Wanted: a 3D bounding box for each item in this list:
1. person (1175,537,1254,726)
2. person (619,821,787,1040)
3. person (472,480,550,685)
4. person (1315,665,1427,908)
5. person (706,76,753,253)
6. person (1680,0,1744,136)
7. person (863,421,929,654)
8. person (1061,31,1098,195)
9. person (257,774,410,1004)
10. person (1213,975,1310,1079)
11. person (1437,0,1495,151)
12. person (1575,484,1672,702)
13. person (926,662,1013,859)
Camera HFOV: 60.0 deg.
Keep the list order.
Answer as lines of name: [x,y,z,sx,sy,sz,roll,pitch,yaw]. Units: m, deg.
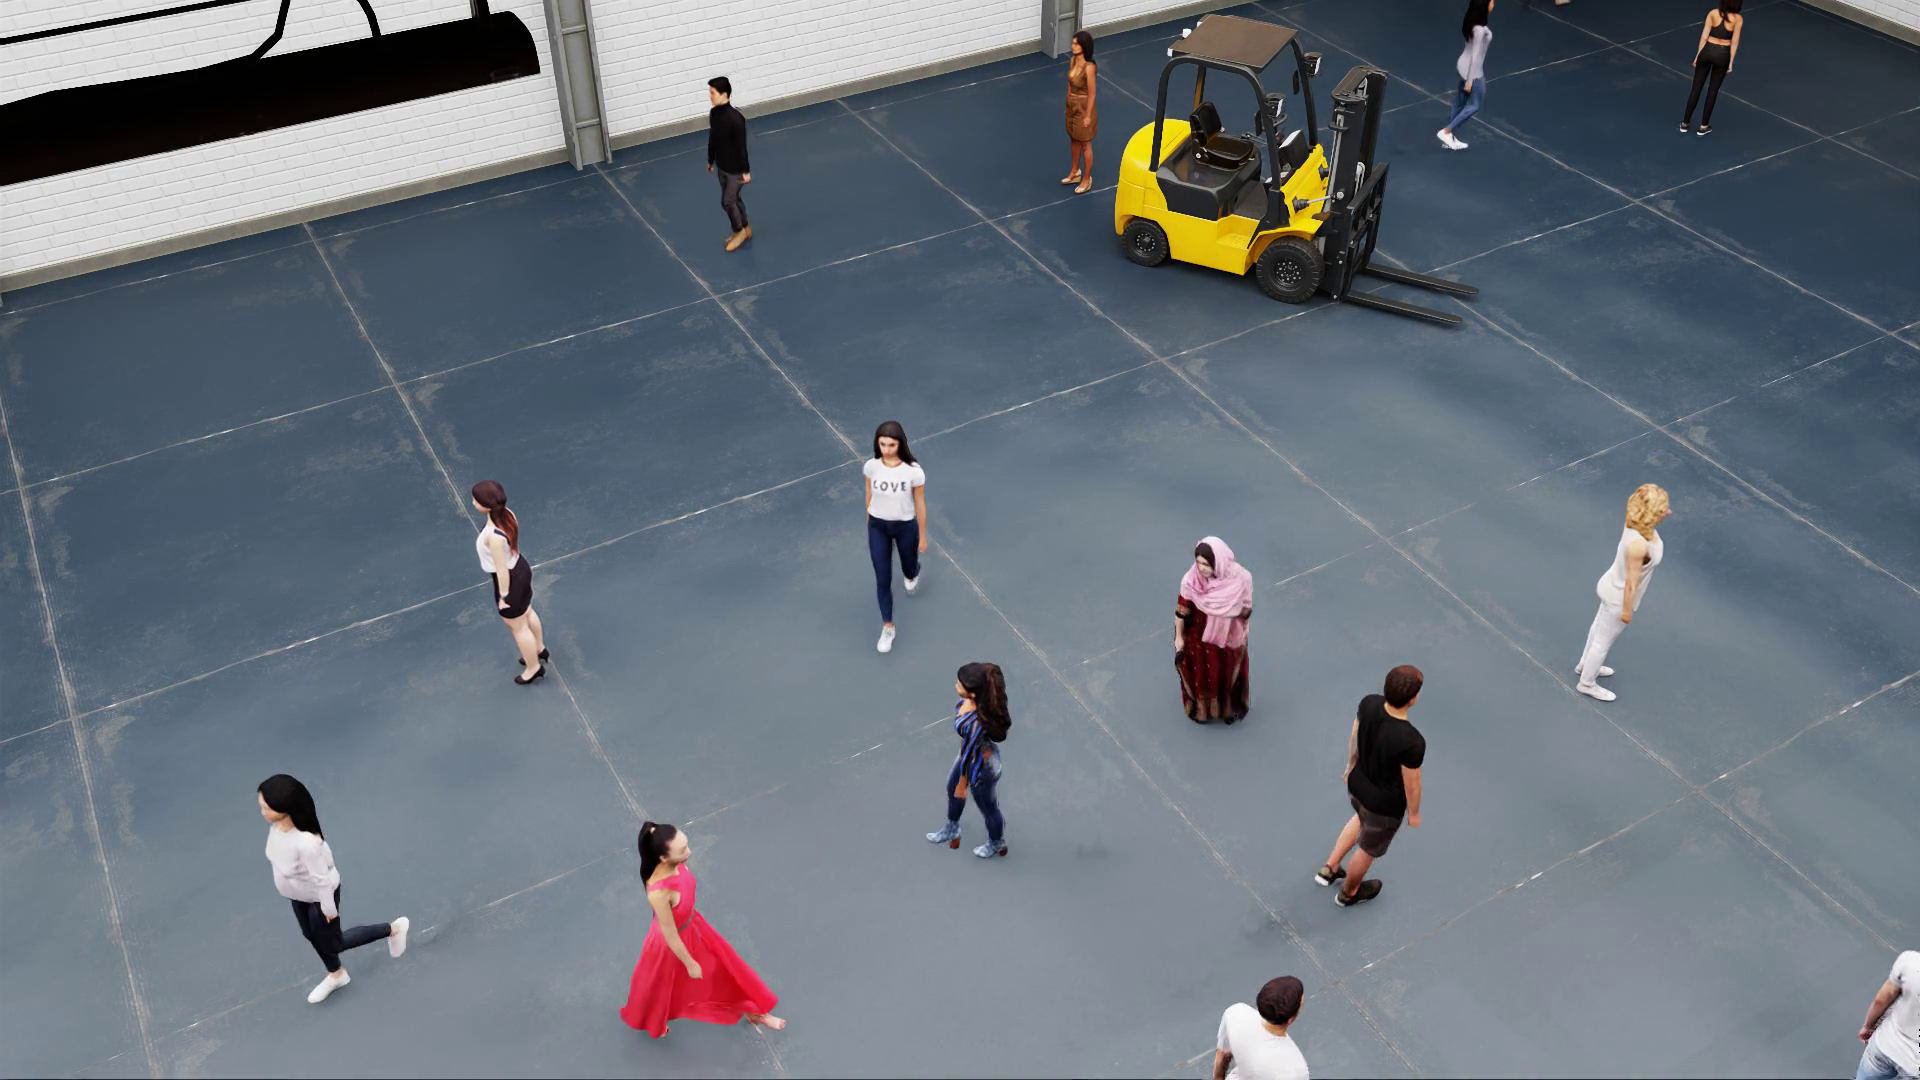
person: [1.661,0.571,10.771,0.827,1.598,0.904,-3,39,-4]
person: [-1.587,2.114,8.774,1.177,1.679,1.054,6,39,8]
person: [-2.992,0.282,11.093,0.615,1.648,0.608,-6,39,-7]
person: [2.304,1.452,9.464,0.684,1.852,0.680,-16,41,-20]
person: [-2.135,-3.625,15.933,0.652,1.712,0.703,-26,45,-29]
person: [8.137,-5.190,17.949,0.622,1.644,0.630,21,43,24]
person: [-0.427,-0.103,11.492,1.055,1.753,1.081,7,39,9]
person: [1.226,-4.334,16.841,0.507,1.689,0.562,-19,42,-22]
person: [-3.452,1.855,9.095,0.751,1.684,0.935,32,48,33]
person: [1.337,2.730,7.876,0.707,1.837,0.646,-19,43,-23]
person: [5.278,-4.928,17.557,0.793,1.724,0.751,1,39,2]
person: [4.376,0.320,11.027,0.744,1.670,0.679,11,40,13]
person: [0.189,1.329,9.818,0.883,1.604,0.812,0,39,1]
